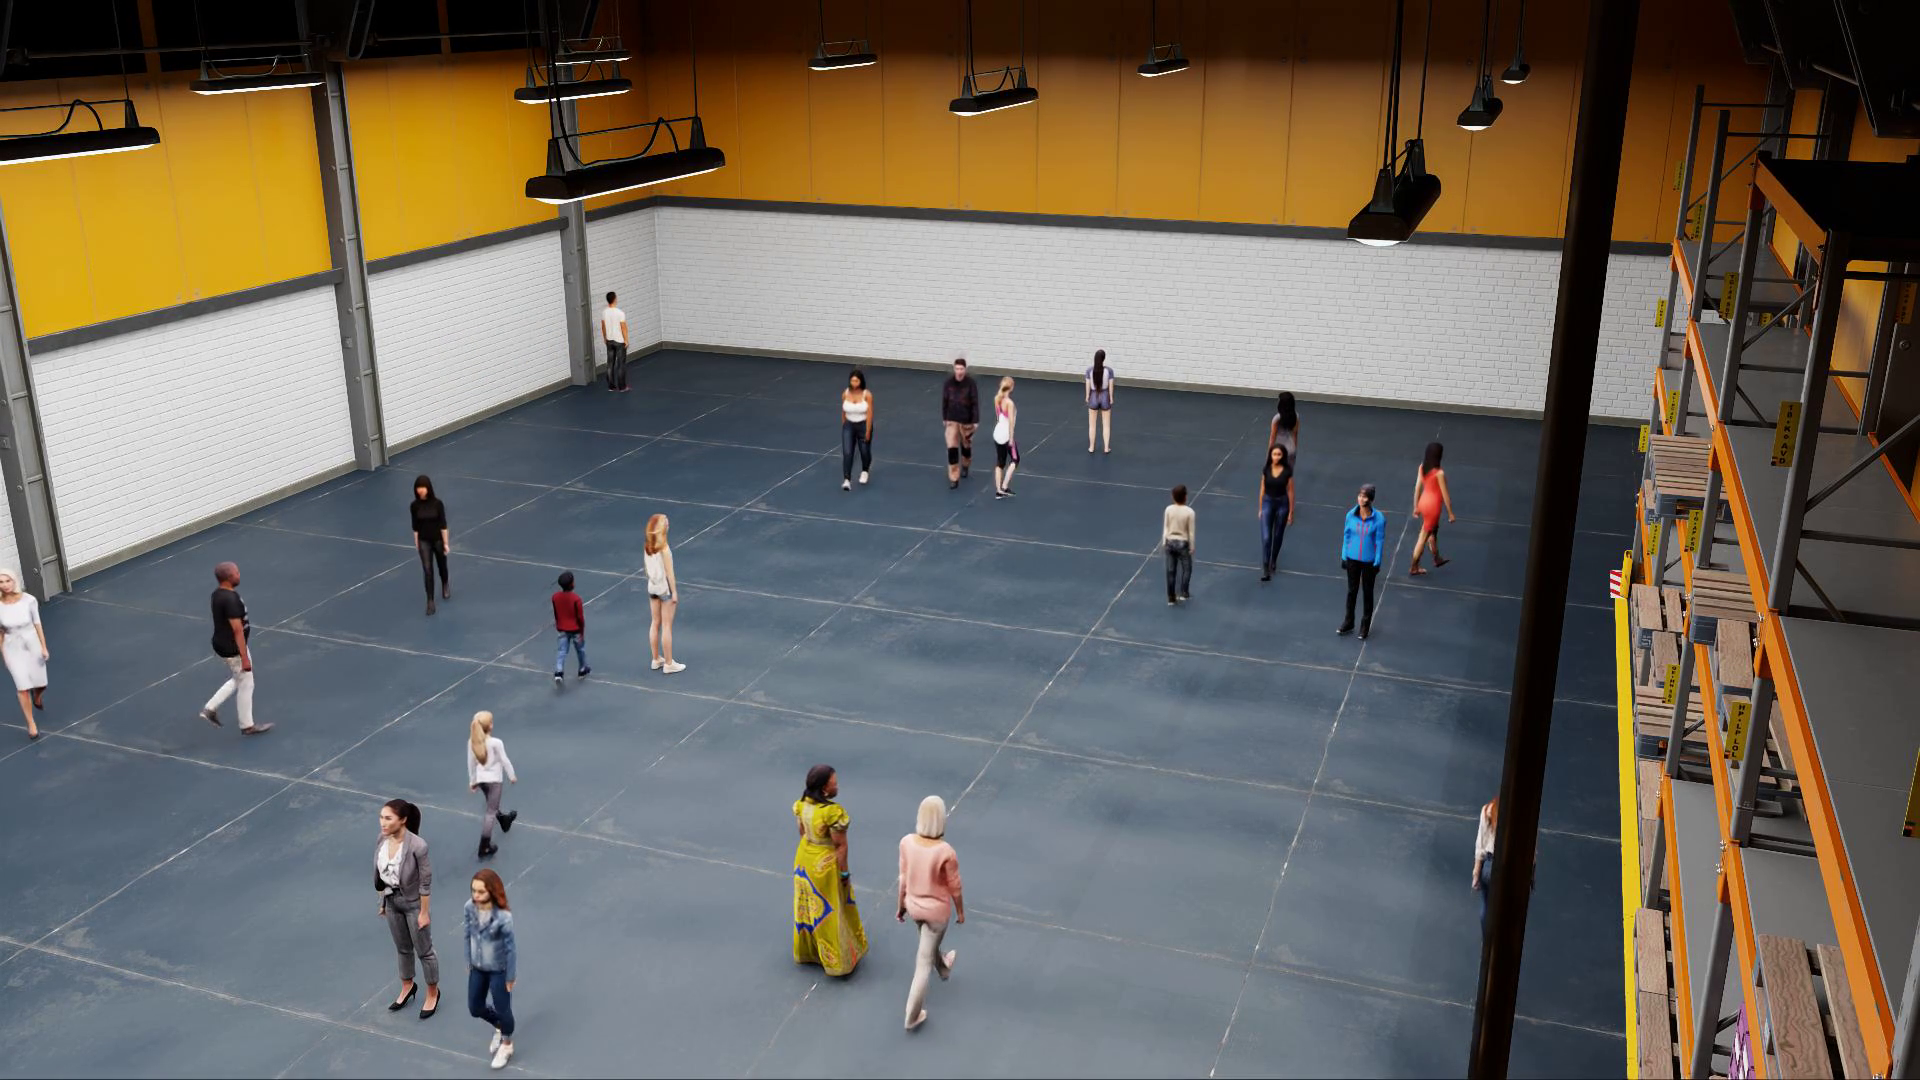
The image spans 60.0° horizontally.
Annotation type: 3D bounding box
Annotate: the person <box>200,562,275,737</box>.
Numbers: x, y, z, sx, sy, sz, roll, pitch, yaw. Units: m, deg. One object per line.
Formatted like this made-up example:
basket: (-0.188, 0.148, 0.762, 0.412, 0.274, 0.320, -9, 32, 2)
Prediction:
person: (-7.154, 1.099, 16.175, 1.008, 1.792, 0.906, -13, 23, -34)

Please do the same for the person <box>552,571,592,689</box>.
person: (-4.138, 0.945, 17.495, 0.606, 1.240, 0.867, 3, 19, 8)

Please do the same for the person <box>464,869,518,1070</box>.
person: (-3.157, 2.879, 11.390, 0.574, 1.472, 0.550, 7, 20, 21)

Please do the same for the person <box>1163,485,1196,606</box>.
person: (2.563, 0.086, 19.714, 0.552, 1.453, 0.581, 6, 20, 18)

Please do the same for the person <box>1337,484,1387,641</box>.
person: (4.536, 0.233, 18.737, 0.675, 1.797, 0.625, 13, 23, 35)

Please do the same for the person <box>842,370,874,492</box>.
person: (-1.463, -1.609, 24.278, 0.785, 1.753, 1.205, 3, 19, 9)

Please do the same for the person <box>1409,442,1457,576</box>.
person: (5.776, -0.356, 20.649, 0.992, 1.694, 0.954, -7, 20, -20)

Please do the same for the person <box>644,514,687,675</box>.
person: (-3.211, 0.570, 17.809, 0.642, 1.752, 0.630, 16, 24, 39)

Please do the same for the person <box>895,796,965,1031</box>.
person: (-0.263, 2.654, 11.727, 0.720, 1.684, 1.121, 10, 21, 26)

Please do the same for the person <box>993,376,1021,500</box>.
person: (0.556, -1.437, 23.735, 0.740, 1.772, 0.714, -14, 23, -35)

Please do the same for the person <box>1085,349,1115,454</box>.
person: (2.199, -2.186, 26.152, 0.637, 1.650, 0.588, 3, 19, 8)

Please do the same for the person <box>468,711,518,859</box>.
person: (-4.019, 2.085, 14.098, 0.500, 1.249, 0.881, 7, 20, 20)

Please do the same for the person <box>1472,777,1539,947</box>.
person: (3.980, 2.494, 12.182, 0.581, 1.697, 1.114, 7, 20, 20)

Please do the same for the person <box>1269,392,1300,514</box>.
person: (4.471, -1.167, 22.929, 0.674, 1.776, 0.727, -8, 20, -21)

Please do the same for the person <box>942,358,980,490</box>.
person: (0.017, -1.742, 24.467, 0.939, 1.884, 1.314, 1, 19, 4)

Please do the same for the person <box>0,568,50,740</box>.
person: (-9.207, 1.077, 16.335, 0.909, 1.732, 0.914, -13, 22, -33)

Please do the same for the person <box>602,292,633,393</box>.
person: (-6.241, -3.588, 30.079, 0.642, 1.801, 0.525, 7, 20, 21)

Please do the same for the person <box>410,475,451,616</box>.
person: (-6.227, 0.009, 19.699, 0.944, 1.608, 1.132, -4, 19, -12)

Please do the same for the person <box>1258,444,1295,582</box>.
person: (3.937, -0.366, 20.692, 0.653, 1.686, 1.160, 5, 19, 14)

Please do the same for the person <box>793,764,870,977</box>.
person: (-1.016, 2.442, 12.396, 0.978, 1.657, 0.956, 17, 25, 41)

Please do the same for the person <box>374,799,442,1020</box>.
person: (-3.940, 2.607, 11.874, 0.627, 1.678, 0.599, 8, 20, 23)
